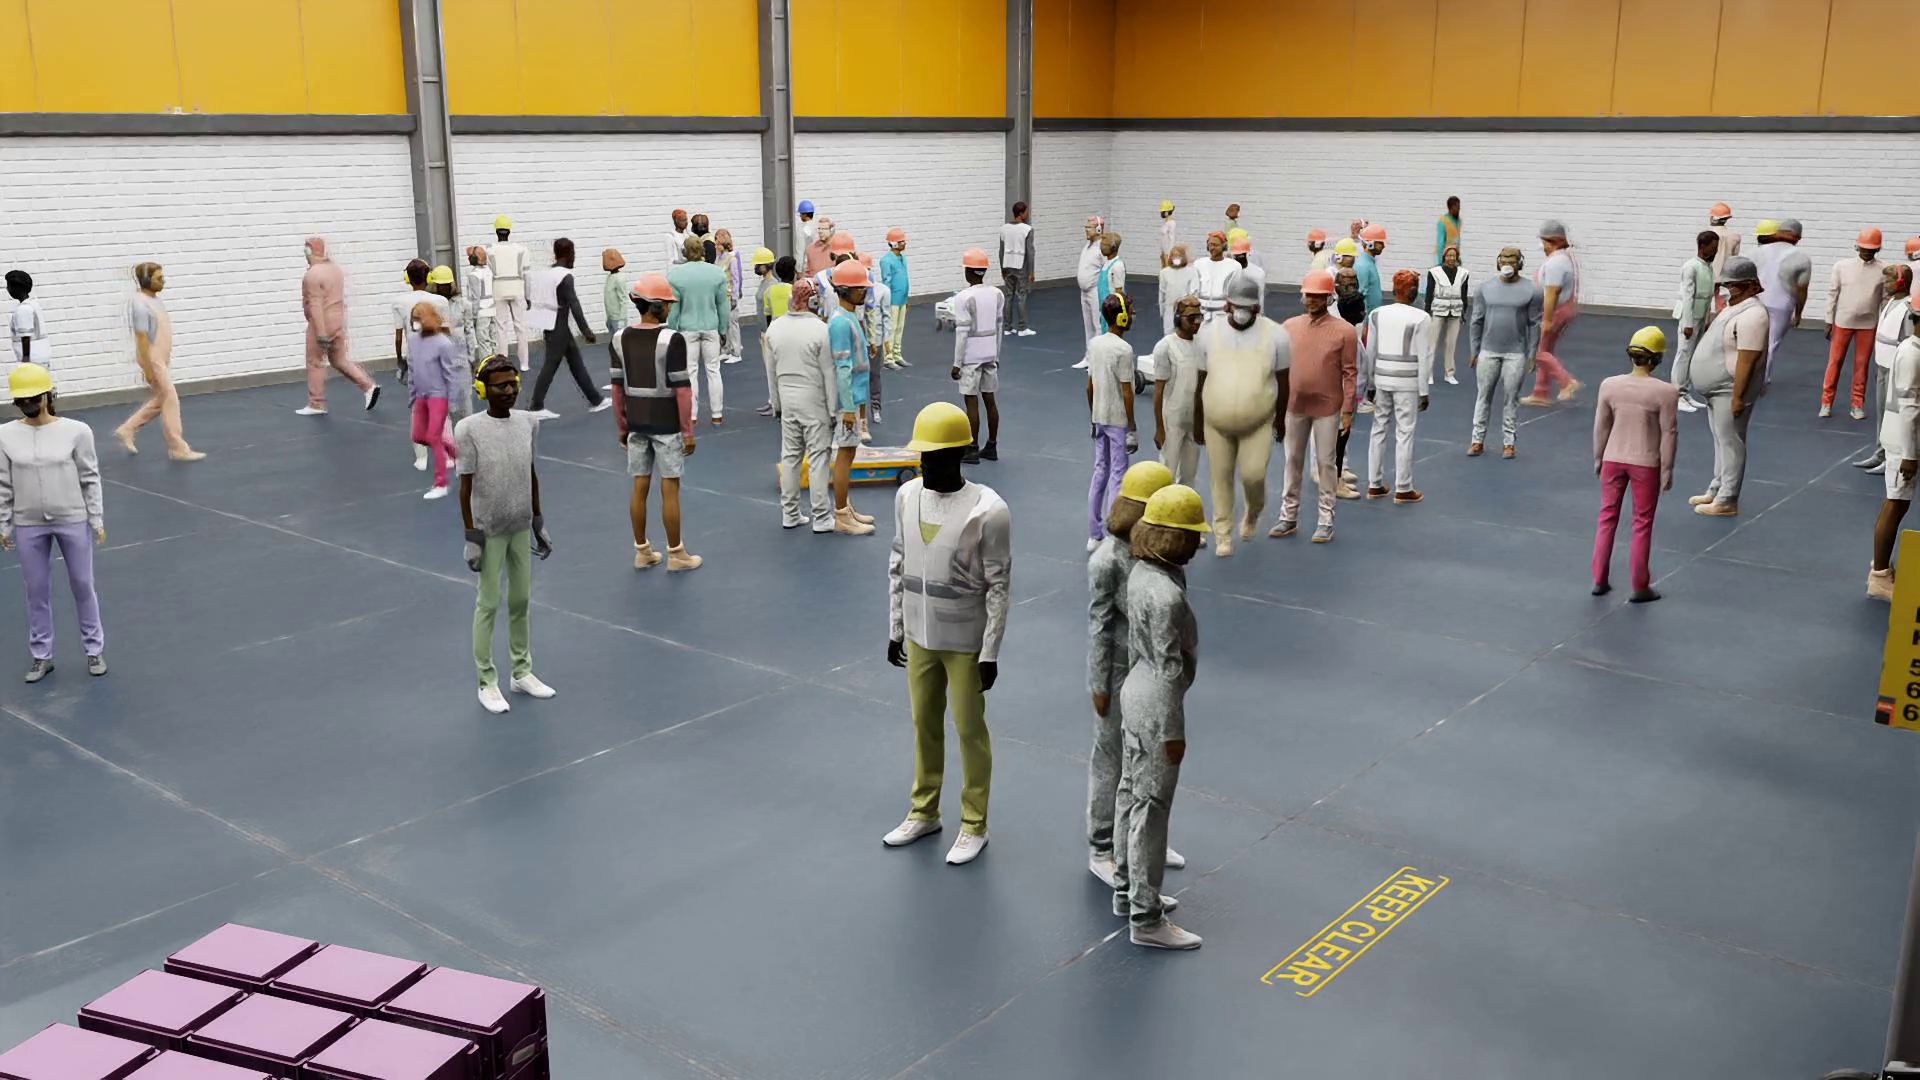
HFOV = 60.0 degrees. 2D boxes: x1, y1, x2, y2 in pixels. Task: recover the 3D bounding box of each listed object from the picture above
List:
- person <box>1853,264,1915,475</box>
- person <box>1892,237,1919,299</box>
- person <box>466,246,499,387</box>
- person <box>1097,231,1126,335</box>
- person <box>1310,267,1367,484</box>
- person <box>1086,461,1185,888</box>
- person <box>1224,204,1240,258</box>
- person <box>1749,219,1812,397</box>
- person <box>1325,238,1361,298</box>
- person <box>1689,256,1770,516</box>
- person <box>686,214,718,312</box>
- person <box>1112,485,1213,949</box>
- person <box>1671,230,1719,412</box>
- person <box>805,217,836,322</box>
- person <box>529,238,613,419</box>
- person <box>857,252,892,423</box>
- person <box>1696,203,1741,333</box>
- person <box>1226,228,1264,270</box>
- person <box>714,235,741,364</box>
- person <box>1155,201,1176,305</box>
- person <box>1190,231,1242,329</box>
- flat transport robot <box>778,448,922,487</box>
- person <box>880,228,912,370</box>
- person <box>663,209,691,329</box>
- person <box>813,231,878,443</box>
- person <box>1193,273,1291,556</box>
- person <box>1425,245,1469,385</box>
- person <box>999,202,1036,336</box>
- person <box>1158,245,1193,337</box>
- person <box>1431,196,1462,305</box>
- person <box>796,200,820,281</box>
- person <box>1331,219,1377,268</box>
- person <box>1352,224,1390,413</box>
[{"bbox_3d":[8.144,-1.479,14.496,0.394,1.835,0.571,3,14,11],"label":"person"},{"bbox_3d":[11.328,-2.723,19.734,0.568,1.714,0.433,0,14,0],"label":"person"},{"bbox_3d":[-5.564,-2.599,19.370,0.311,1.642,0.513,2,14,6],"label":"person"},{"bbox_3d":[1.682,-2.542,18.727,0.345,1.847,0.508,-3,14,-11],"label":"person"},{"bbox_3d":[3.222,-1.393,14.136,0.517,1.843,0.326,-6,15,-23],"label":"person"},{"bbox_3d":[0.718,0.535,6.653,0.484,1.738,0.311,-11,18,-38],"label":"person"},{"bbox_3d":[4.840,-5.188,29.753,0.288,1.627,0.497,6,15,22],"label":"person"},{"bbox_3d":[9.221,-2.651,18.769,0.886,2.000,0.739,-12,18,-39],"label":"person"},{"bbox_3d":[4.091,-2.330,17.936,0.404,1.824,0.591,13,19,42],"label":"person"},{"bbox_3d":[6.001,-1.216,13.032,0.535,2.000,0.679,3,14,13],"label":"person"},{"bbox_3d":[-3.465,-3.462,22.416,0.429,1.843,0.621,-5,15,-19],"label":"person"},{"bbox_3d":[0.756,0.647,6.201,0.313,1.738,0.483,-1,14,-5],"label":"person"},{"bbox_3d":[7.853,-2.347,17.804,0.393,1.918,0.587,12,19,40],"label":"person"},{"bbox_3d":[-1.620,-2.981,20.357,0.643,1.910,0.399,7,15,24],"label":"person"},{"bbox_3d":[-4.066,-2.197,17.311,1.026,1.856,0.590,-7,15,-24],"label":"person"},{"bbox_3d":[-0.976,-2.060,16.987,0.563,1.752,0.341,1,14,2],"label":"person"},{"bbox_3d":[10.041,-3.474,22.142,0.612,1.997,0.376,-2,14,-8],"label":"person"},{"bbox_3d":[3.496,-2.902,20.279,0.616,1.789,0.624,-9,17,-32],"label":"person"},{"bbox_3d":[-2.995,-3.089,21.331,0.309,1.639,0.523,-10,17,-34],"label":"person"},{"bbox_3d":[3.470,-4.805,27.953,0.340,1.761,0.524,-3,14,-11],"label":"person"},{"bbox_3d":[2.786,-2.434,18.220,0.573,1.883,0.359,7,15,25],"label":"person"},{"bbox_3d":[-0.826,-0.641,14.325,1.431,0.197,0.652,-3,14,-11],"label":"flat transport robot"},{"bbox_3d":[-0.792,-3.018,20.805,0.320,1.754,0.575,6,15,23],"label":"person"},{"bbox_3d":[-3.828,-3.580,22.800,0.362,1.882,0.576,6,15,22],"label":"person"},{"bbox_3d":[-1.094,-1.923,15.887,0.614,2.030,0.409,-5,15,-18],"label":"person"},{"bbox_3d":[1.955,-0.889,11.727,0.695,2.000,0.550,3,14,14],"label":"person"},{"bbox_3d":[5.707,-2.641,19.541,0.522,1.639,0.306,-2,14,-6],"label":"person"},{"bbox_3d":[0.822,-3.924,24.107,0.590,1.916,0.389,11,18,37],"label":"person"},{"bbox_3d":[2.638,-2.768,20.158,0.498,1.587,0.833,3,14,13],"label":"person"},{"bbox_3d":[7.818,-4.540,26.627,0.526,1.926,0.611,13,19,42],"label":"person"},{"bbox_3d":[-2.177,-3.953,24.186,0.413,1.939,0.597,9,17,33],"label":"person"},{"bbox_3d":[4.780,-2.910,20.078,0.406,1.904,0.654,-12,18,-40],"label":"person"},{"bbox_3d":[4.311,-2.346,17.664,0.407,1.987,0.615,5,15,19],"label":"person"}]
